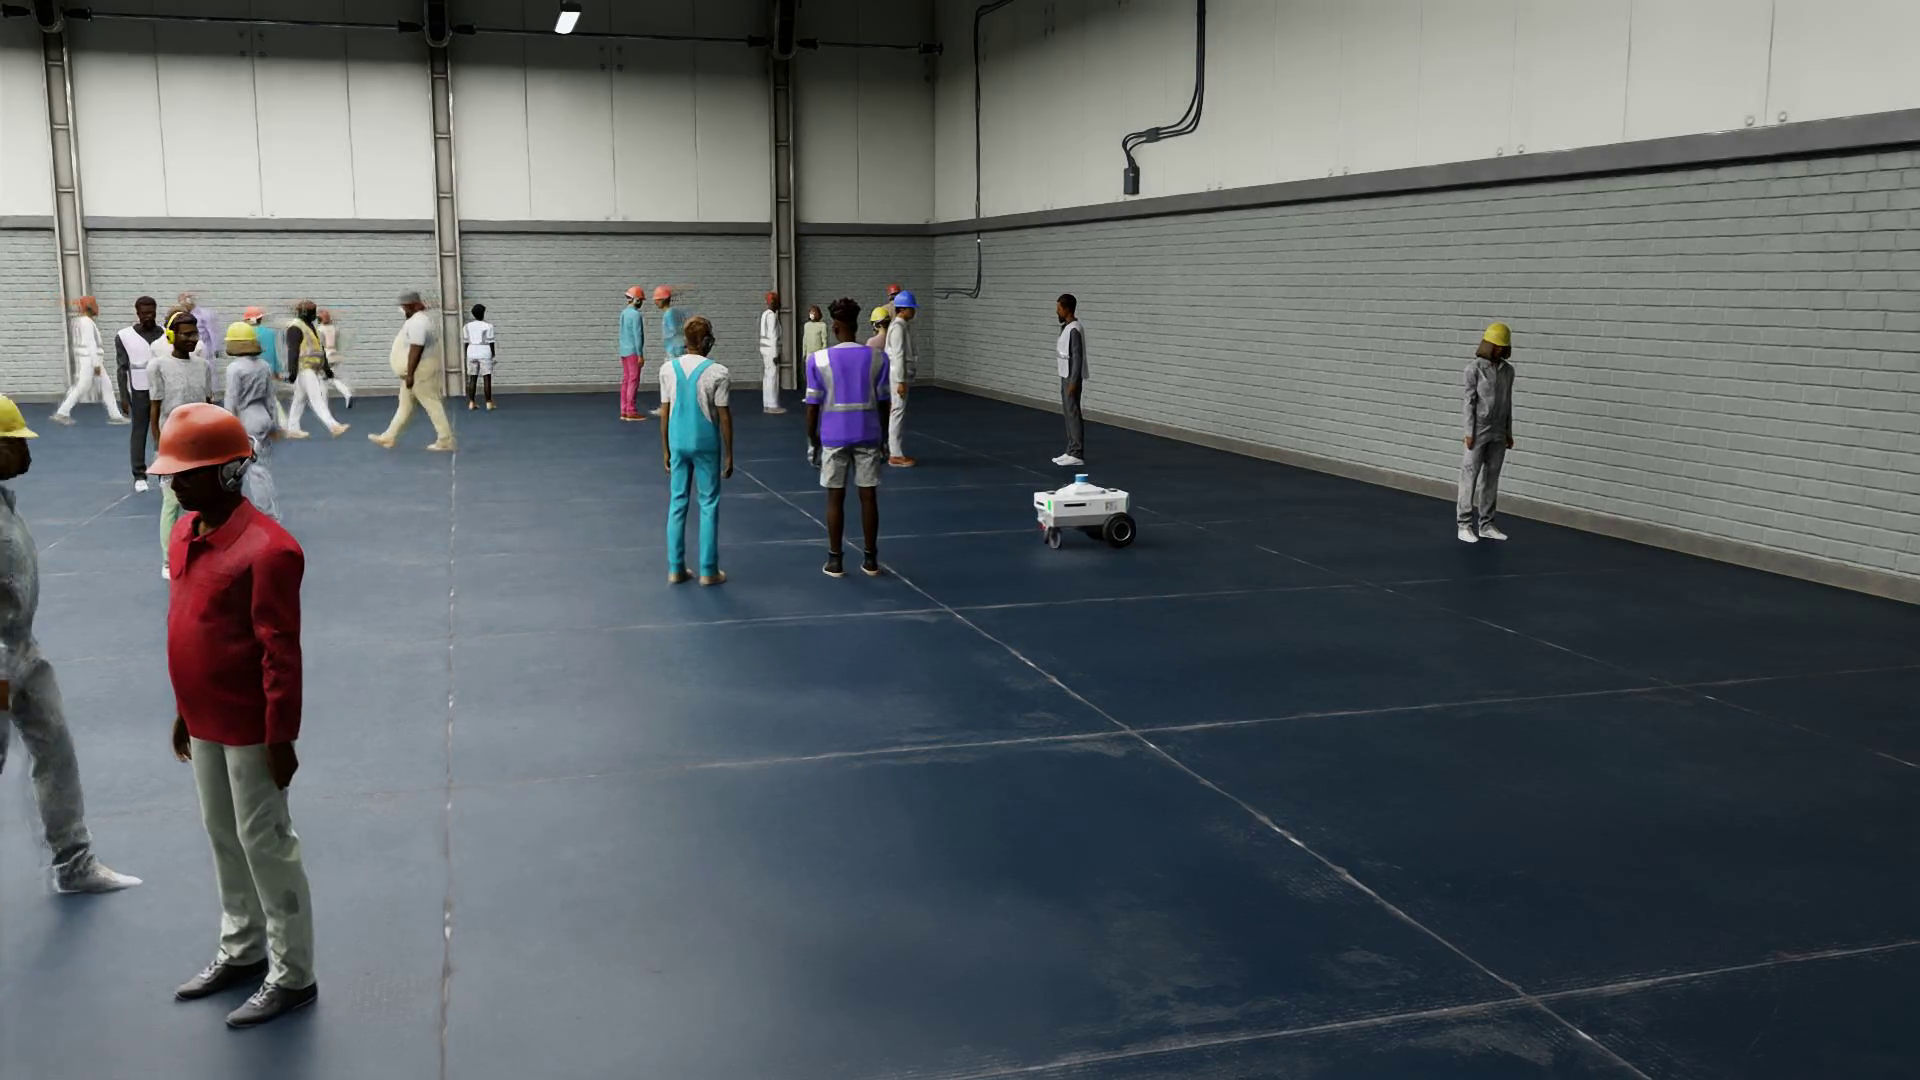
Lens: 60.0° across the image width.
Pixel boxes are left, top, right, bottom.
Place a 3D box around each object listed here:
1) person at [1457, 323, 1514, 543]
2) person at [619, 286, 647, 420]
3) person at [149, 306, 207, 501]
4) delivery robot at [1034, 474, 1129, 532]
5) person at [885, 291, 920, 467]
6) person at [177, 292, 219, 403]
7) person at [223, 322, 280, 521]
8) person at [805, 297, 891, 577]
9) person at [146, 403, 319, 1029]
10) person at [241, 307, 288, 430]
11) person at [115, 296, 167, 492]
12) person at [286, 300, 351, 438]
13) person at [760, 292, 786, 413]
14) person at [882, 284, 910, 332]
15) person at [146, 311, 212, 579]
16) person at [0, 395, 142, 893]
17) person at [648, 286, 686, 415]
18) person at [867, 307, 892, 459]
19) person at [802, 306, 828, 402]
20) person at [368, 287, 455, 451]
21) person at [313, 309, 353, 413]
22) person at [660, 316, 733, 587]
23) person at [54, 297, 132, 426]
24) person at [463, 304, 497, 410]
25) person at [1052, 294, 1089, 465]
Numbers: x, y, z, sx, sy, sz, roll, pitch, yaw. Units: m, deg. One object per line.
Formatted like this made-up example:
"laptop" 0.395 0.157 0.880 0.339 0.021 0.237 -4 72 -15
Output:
"person" 4.202 -0.848 13.191 0.483 1.734 0.319 -4 10 -24
"person" -4.817 -2.755 24.608 0.434 1.977 0.603 -5 10 -31
"person" -7.262 -1.265 15.539 0.521 1.837 0.354 -1 9 -3
"delivery robot" 0.944 -0.268 12.941 0.707 0.478 0.477 -3 9 -18
"person" -0.639 -1.789 18.515 0.406 1.946 0.608 0 9 1
"person" -12.644 -3.153 27.498 0.664 1.864 0.777 2 9 15
"person" -5.824 -0.913 13.622 0.456 1.728 0.487 1 9 9
"person" -0.781 -0.709 11.619 0.604 1.955 0.394 -2 9 -11
"person" -2.055 0.485 4.666 0.569 1.743 0.349 7 11 38
"person" -9.694 -2.357 22.922 0.923 1.694 0.568 1 9 8
"person" -7.993 -1.443 16.409 0.372 1.914 0.597 8 12 41
"person" -8.410 -2.223 21.743 0.975 1.792 0.630 0 9 1
"person" -2.930 -2.914 25.895 0.343 1.882 0.583 -3 9 -18
"person" -1.172 -3.607 29.964 0.612 1.995 0.376 -6 10 -32
"person" -5.365 -0.649 11.538 0.325 1.861 0.518 5 10 30
"person" -3.215 0.376 5.446 0.784 1.720 0.487 -2 9 -13
"person" -4.307 -2.889 25.494 0.893 1.989 0.630 -1 9 -4
"person" -0.888 -1.783 19.085 0.335 1.760 0.522 8 12 41
"person" -2.458 -3.150 28.192 0.500 1.636 0.281 5 10 31
"person" -6.622 -2.068 20.004 1.032 2.000 0.687 -3 9 -17
"person" -9.764 -2.767 25.766 0.588 1.622 0.521 4 10 22
"person" -1.781 -0.594 11.263 0.519 1.835 0.348 2 9 14
"person" -12.421 -2.541 23.671 0.980 1.844 0.582 -4 10 -22
"person" -7.646 -2.908 26.485 0.536 1.692 0.320 2 9 13
"person" 1.254 -1.793 18.643 0.370 1.915 0.596 -1 9 -5
